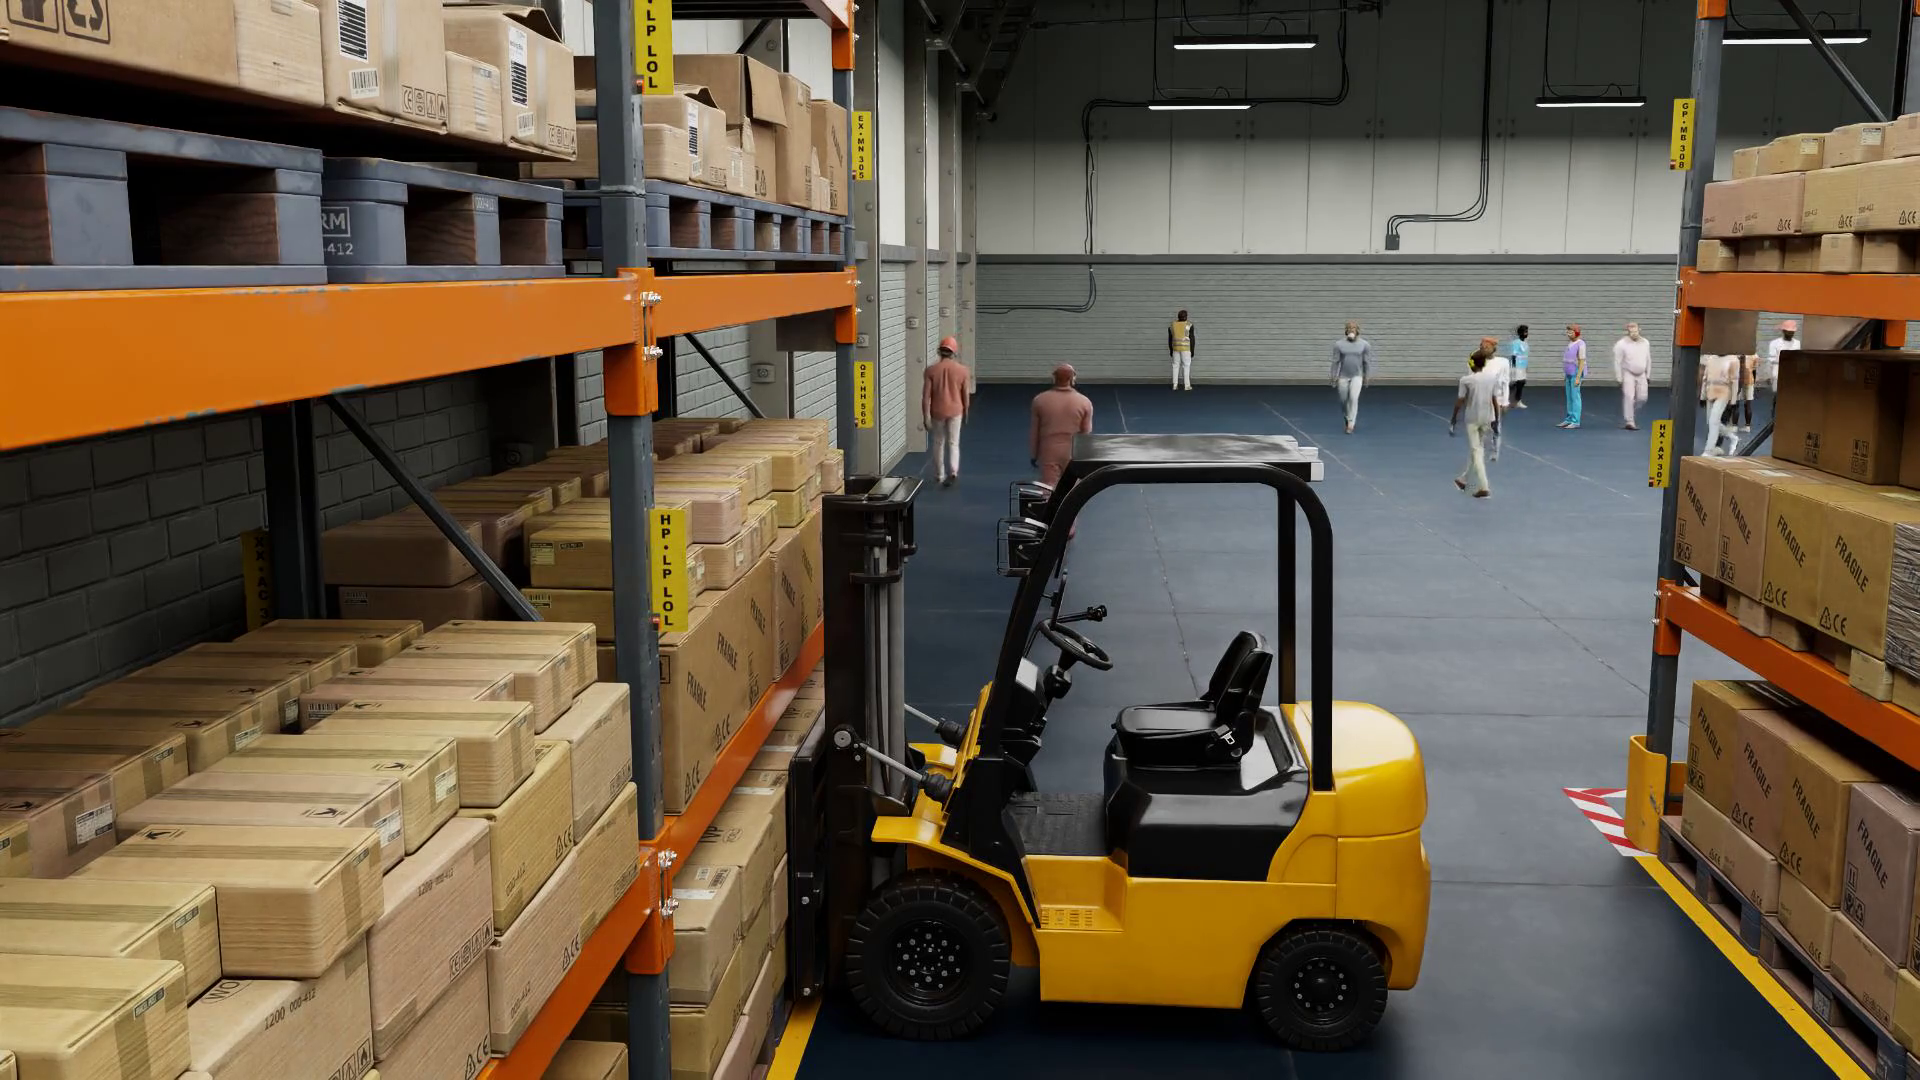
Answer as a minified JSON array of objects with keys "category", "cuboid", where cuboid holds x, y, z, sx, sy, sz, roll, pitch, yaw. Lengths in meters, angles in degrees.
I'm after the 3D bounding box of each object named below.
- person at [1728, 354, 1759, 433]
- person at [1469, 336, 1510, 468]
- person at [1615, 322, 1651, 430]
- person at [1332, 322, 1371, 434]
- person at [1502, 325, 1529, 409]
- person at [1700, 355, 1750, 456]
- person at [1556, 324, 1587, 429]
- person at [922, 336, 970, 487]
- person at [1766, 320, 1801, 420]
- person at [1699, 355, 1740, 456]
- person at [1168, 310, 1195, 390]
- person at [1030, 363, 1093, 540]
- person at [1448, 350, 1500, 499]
[{"category":"person","cuboid":[13.354,-2.664,28.422,0.541,1.695,0.316,-2,10,-10]},{"category":"person","cuboid":[7.542,-1.973,23.721,0.574,1.869,0.685,5,11,27]},{"category":"person","cuboid":[11.727,-2.850,28.982,0.678,1.885,0.456,-2,10,-11]},{"category":"person","cuboid":[6.709,-2.790,28.538,0.638,1.917,0.756,3,10,19]},{"category":"person","cuboid":[11.186,-3.469,33.342,0.417,1.687,0.545,8,12,39]},{"category":"person","cuboid":[11.600,-2.281,25.062,0.701,2.000,0.812,-1,9,-6]},{"category":"person","cuboid":[10.806,-2.873,29.256,0.390,1.840,0.562,0,9,-3]},{"category":"person","cuboid":[-0.177,-1.647,21.482,0.628,1.965,0.869,0,9,1]},{"category":"person","cuboid":[14.435,-2.886,29.077,0.573,1.923,0.402,1,9,6]},{"category":"person","cuboid":[11.281,-2.139,24.621,0.791,1.907,0.595,-3,10,-17]},{"category":"person","cuboid":[5.124,-4.375,38.357,0.632,1.843,0.429,5,10,26]},{"category":"person","cuboid":[1.035,-0.874,17.060,0.640,1.870,0.931,0,9,2]},{"category":"person","cuboid":[6.370,-1.450,20.701,0.560,1.815,0.977,-2,10,-14]}]
